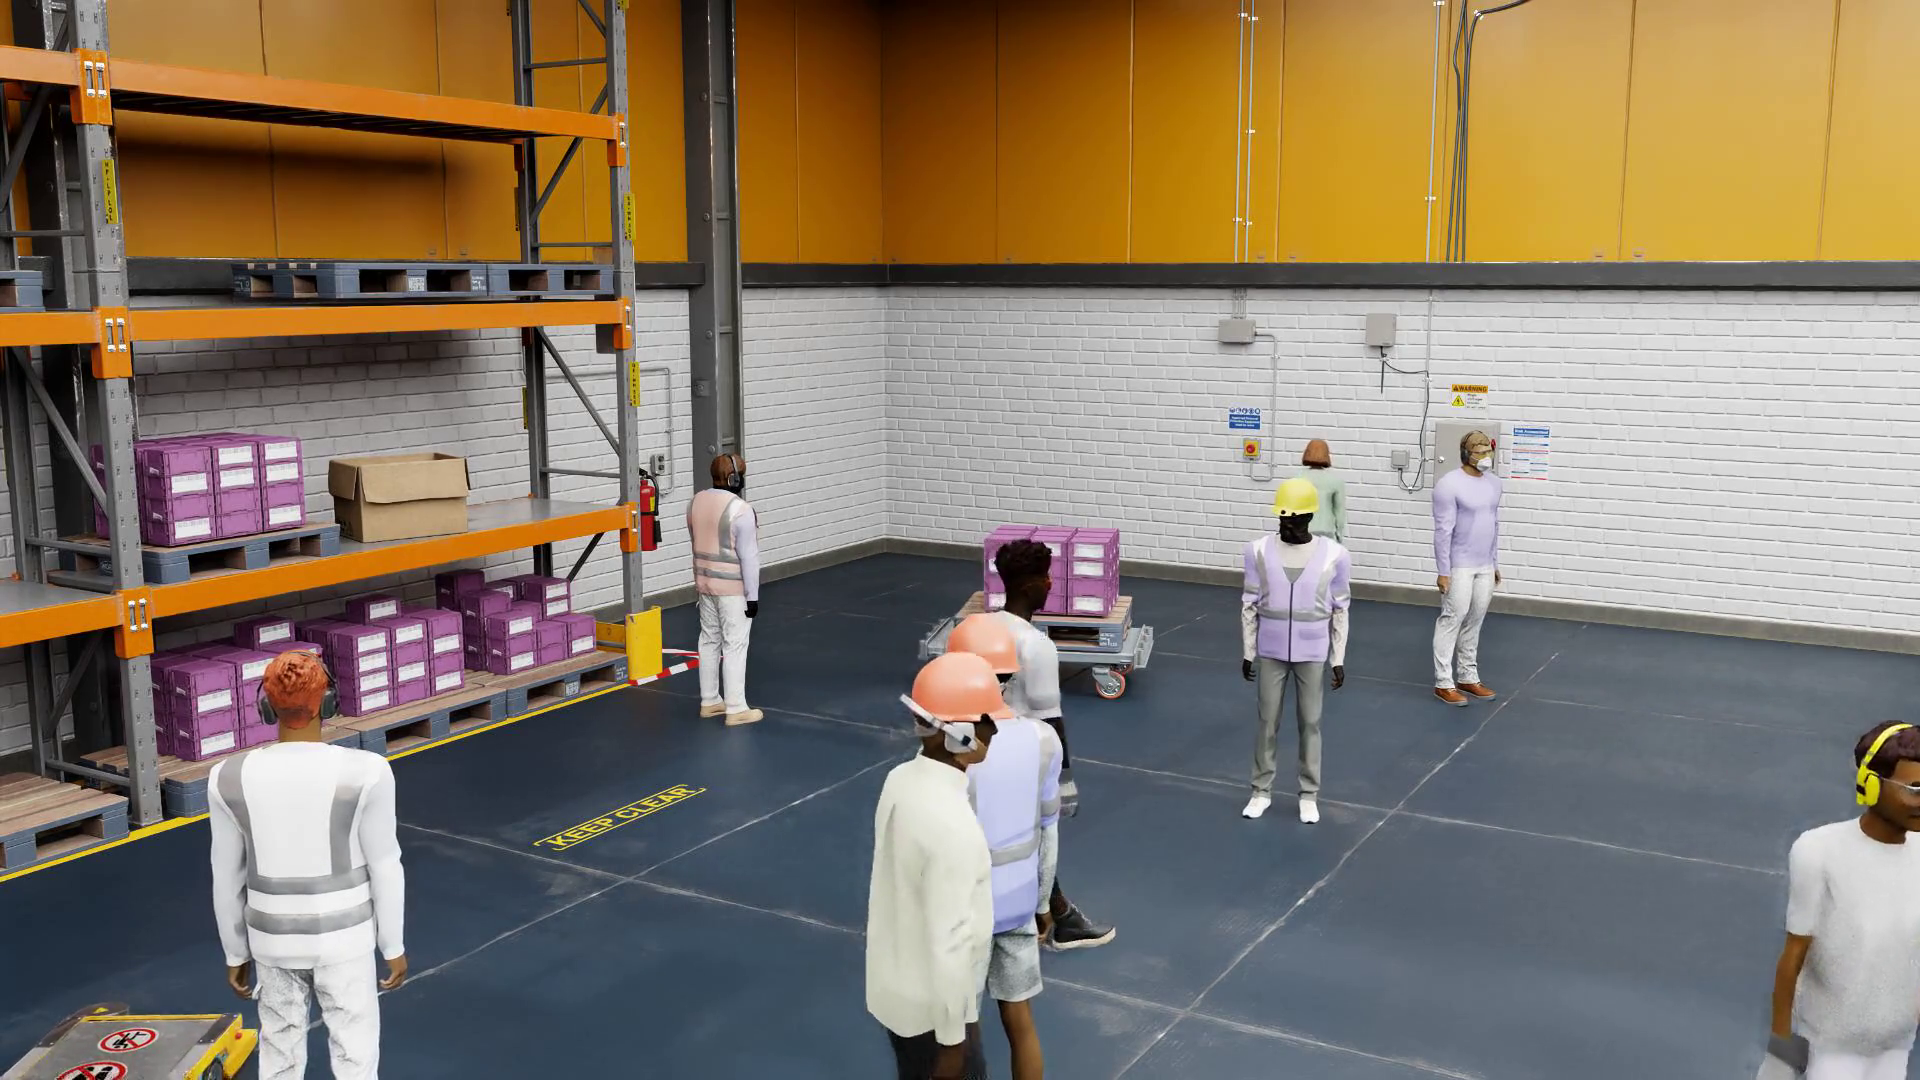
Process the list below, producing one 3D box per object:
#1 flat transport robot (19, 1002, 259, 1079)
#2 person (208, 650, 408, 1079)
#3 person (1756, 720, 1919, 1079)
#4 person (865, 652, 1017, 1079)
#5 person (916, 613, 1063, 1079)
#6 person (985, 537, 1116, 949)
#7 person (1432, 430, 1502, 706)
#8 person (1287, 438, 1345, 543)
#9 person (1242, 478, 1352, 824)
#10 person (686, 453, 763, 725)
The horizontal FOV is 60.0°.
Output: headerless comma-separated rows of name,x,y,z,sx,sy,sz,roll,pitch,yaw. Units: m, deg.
flat transport robot,-3.029,1.983,5.750,0.652,0.197,1.431,0,9,-2
person,-2.028,1.272,5.217,0.574,1.876,0.340,0,9,-2
person,2.443,1.384,4.557,0.559,1.854,0.459,-2,9,-12
person,-0.137,1.294,4.734,0.622,1.978,0.637,-3,10,-21
person,0.068,1.199,5.460,0.551,1.936,0.356,-6,11,-34
person,0.227,0.937,7.188,1.025,1.920,0.619,-4,10,-24
person,3.586,0.192,11.737,0.636,1.939,0.362,-6,11,-34
person,3.045,-0.073,14.383,0.538,1.620,0.449,1,9,5
person,1.843,0.609,9.186,0.589,1.924,0.383,3,10,18
person,-1.567,0.328,11.239,0.619,1.836,0.430,8,12,40
